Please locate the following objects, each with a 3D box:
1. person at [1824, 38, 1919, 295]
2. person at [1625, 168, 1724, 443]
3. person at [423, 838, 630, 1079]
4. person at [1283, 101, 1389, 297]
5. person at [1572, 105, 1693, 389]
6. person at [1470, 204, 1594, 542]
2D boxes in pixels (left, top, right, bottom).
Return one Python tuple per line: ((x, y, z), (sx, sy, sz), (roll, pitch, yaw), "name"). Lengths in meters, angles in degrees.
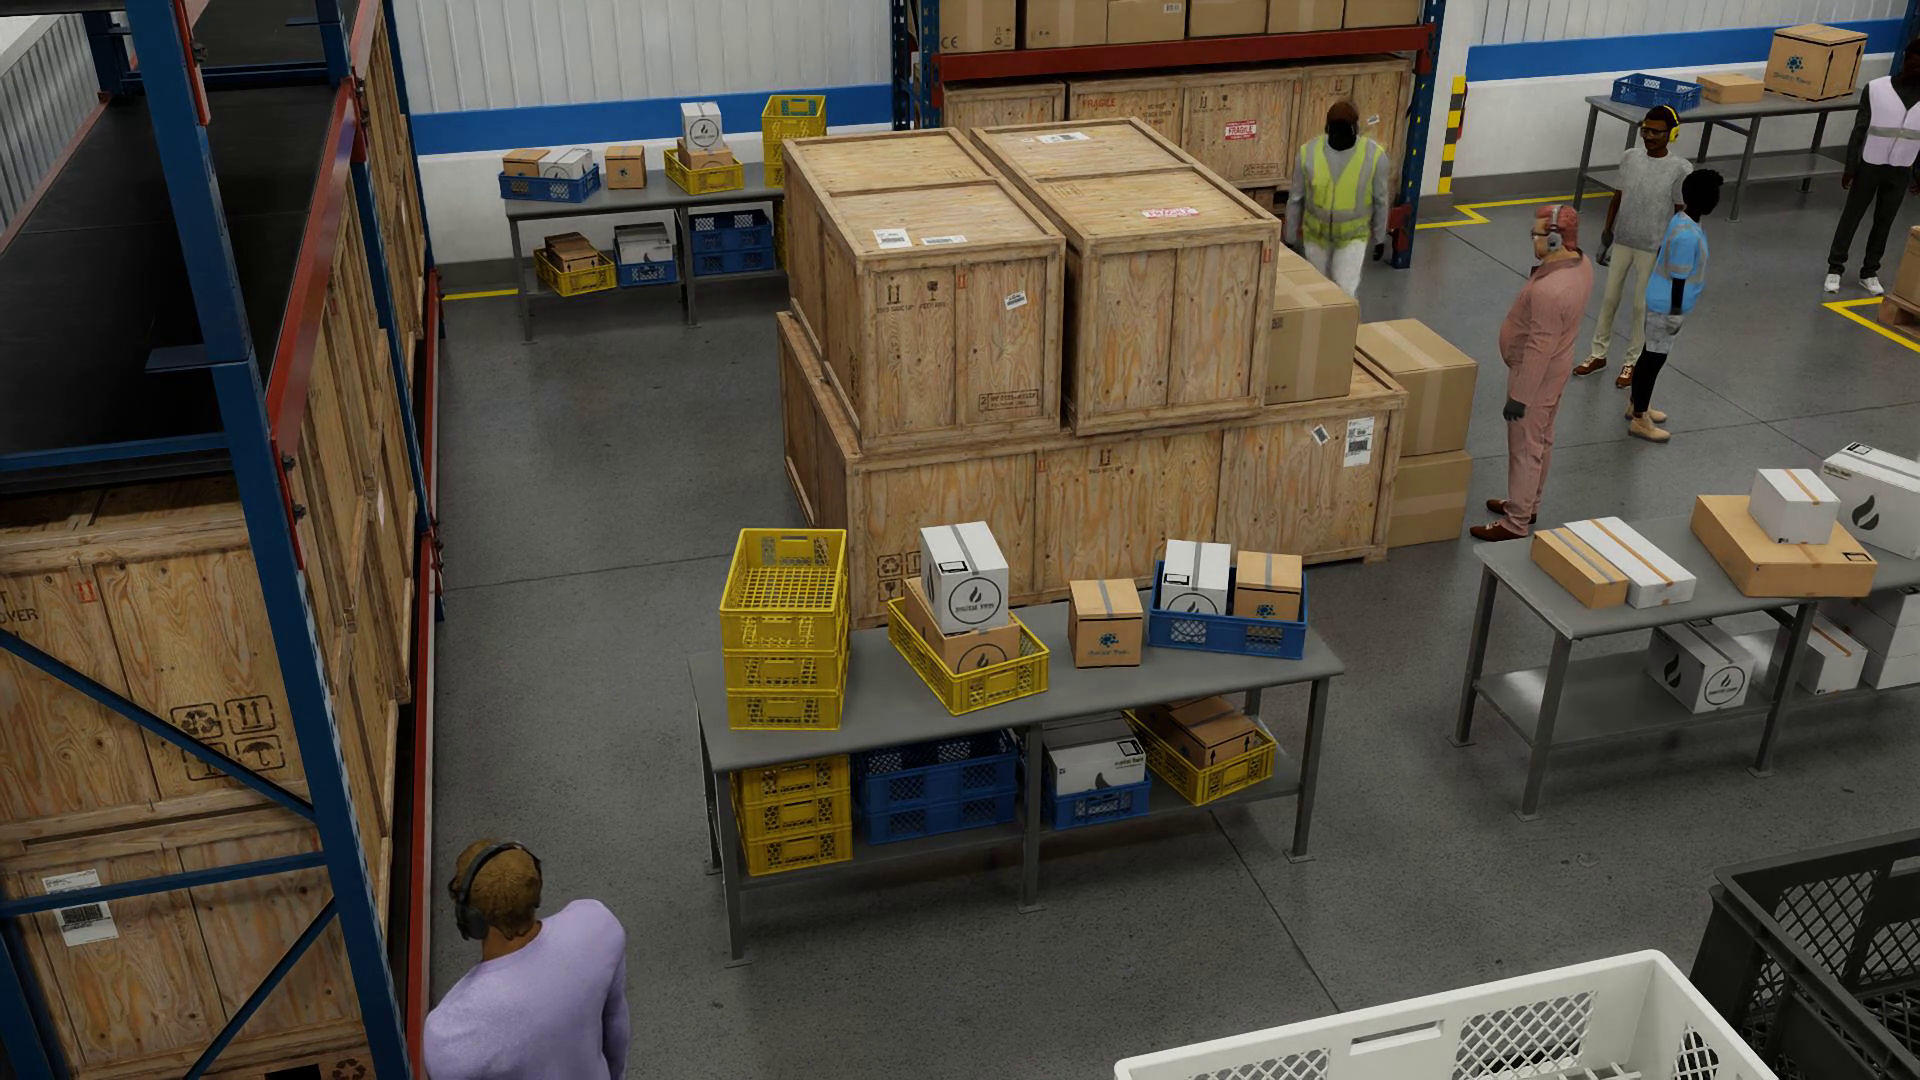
((6.943, -2.800, 12.479), (0.592, 1.916, 0.392), (5, 29, 9), "person")
((4.393, -1.461, 10.268), (0.322, 1.698, 0.534), (10, 30, 18), "person")
((-1.118, 1.596, 4.476), (0.355, 1.938, 0.637), (16, 33, 27), "person")
((2.488, -2.013, 11.142), (0.668, 1.825, 0.744), (11, 31, 20), "person")
((4.447, -1.927, 10.940), (0.528, 1.871, 0.323), (25, 38, 38), "person")
((3.106, -0.892, 9.028), (0.407, 1.906, 0.638), (16, 33, 27), "person")
